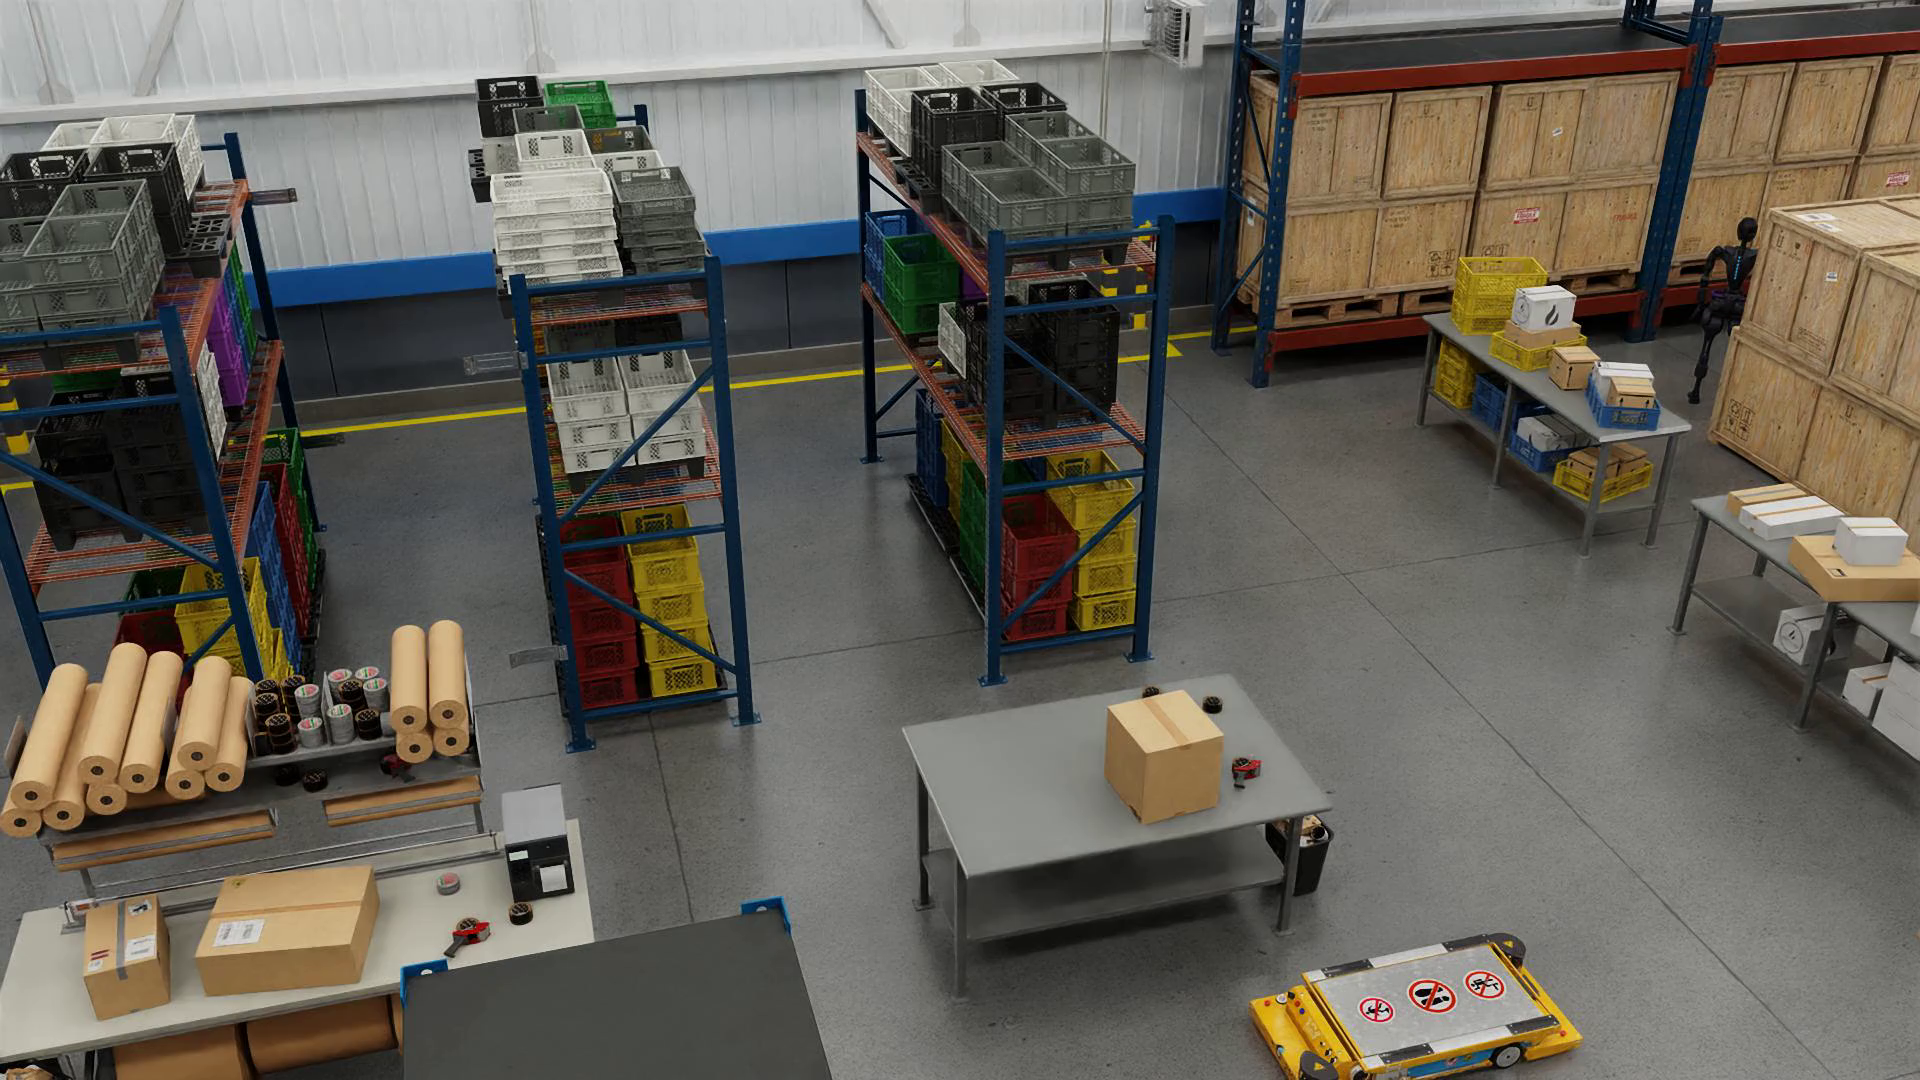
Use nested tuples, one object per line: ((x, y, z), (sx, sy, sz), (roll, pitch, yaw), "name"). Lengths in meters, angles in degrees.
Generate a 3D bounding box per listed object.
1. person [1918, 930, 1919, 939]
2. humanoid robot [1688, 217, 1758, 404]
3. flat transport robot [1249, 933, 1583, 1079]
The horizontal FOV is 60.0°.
((5.172, 1.223, 8.257), (0.362, 1.886, 0.574), (20, 34, 31), "person")
((6.590, -1.958, 14.247), (0.583, 1.658, 0.328), (15, 32, 25), "humanoid robot")
((2.184, 2.282, 7.980), (1.431, 0.197, 0.652), (-8, 30, -14), "flat transport robot")
